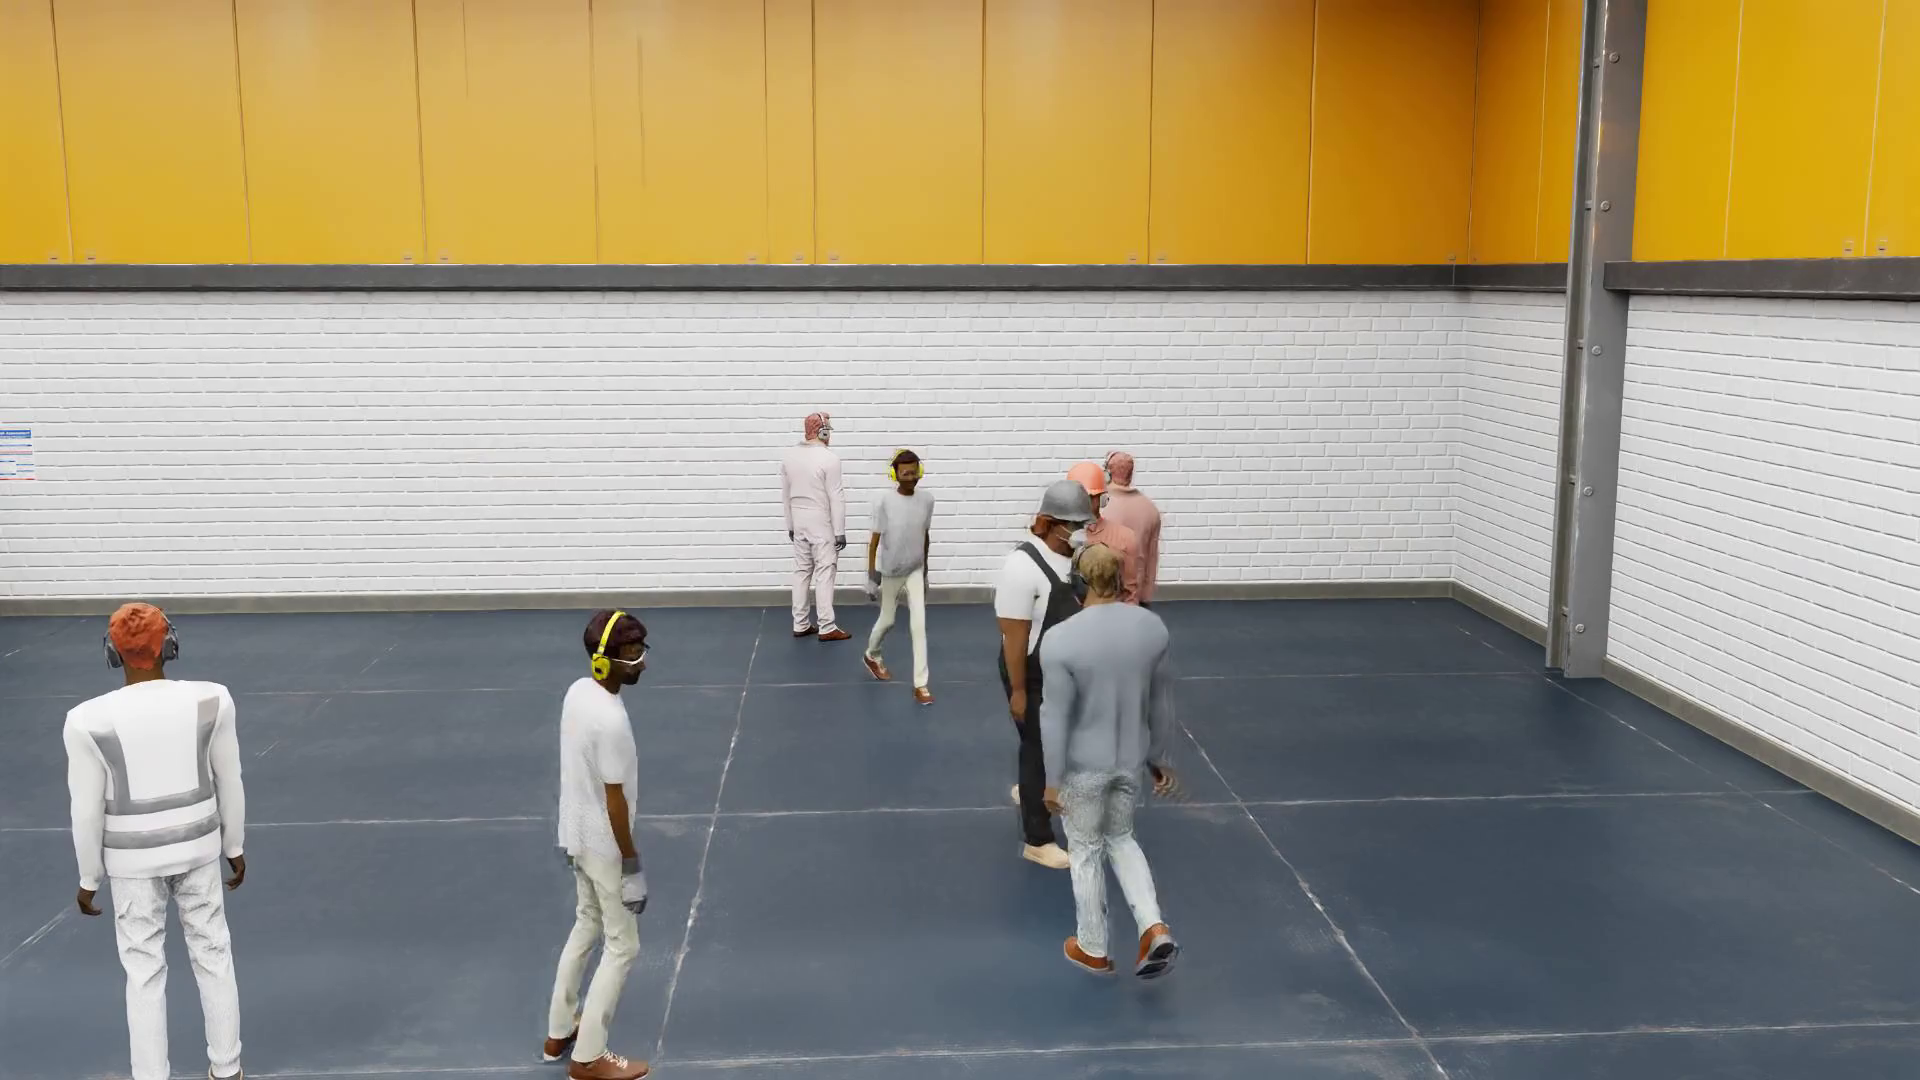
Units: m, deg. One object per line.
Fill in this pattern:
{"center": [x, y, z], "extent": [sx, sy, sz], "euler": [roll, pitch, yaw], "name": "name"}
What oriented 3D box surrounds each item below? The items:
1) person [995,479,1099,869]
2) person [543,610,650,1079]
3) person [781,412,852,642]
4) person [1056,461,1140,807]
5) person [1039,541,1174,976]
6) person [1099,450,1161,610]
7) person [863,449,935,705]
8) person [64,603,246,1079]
{"center": [0.474, 0.667, 8.530], "extent": [0.704, 2.000, 0.593], "euler": [-9, 13, -44], "name": "person"}
{"center": [-1.378, 1.137, 6.255], "extent": [0.372, 1.826, 0.703], "euler": [-6, 11, -32], "name": "person"}
{"center": [-1.179, -0.114, 13.853], "extent": [0.652, 1.906, 0.403], "euler": [8, 12, 39], "name": "person"}
{"center": [0.709, 0.545, 9.442], "extent": [0.613, 1.994, 0.381], "euler": [1, 9, 7], "name": "person"}
{"center": [0.632, 0.961, 7.061], "extent": [0.638, 1.918, 0.558], "euler": [-5, 10, -27], "name": "person"}
{"center": [1.023, 0.349, 11.009], "extent": [0.676, 1.886, 0.724], "euler": [-7, 11, -36], "name": "person"}
{"center": [-0.461, 0.221, 12.074], "extent": [0.523, 1.818, 1.001], "euler": [-4, 10, -25], "name": "person"}
{"center": [-2.869, 1.149, 5.986], "extent": [0.572, 1.886, 0.354], "euler": [-7, 11, -37], "name": "person"}
